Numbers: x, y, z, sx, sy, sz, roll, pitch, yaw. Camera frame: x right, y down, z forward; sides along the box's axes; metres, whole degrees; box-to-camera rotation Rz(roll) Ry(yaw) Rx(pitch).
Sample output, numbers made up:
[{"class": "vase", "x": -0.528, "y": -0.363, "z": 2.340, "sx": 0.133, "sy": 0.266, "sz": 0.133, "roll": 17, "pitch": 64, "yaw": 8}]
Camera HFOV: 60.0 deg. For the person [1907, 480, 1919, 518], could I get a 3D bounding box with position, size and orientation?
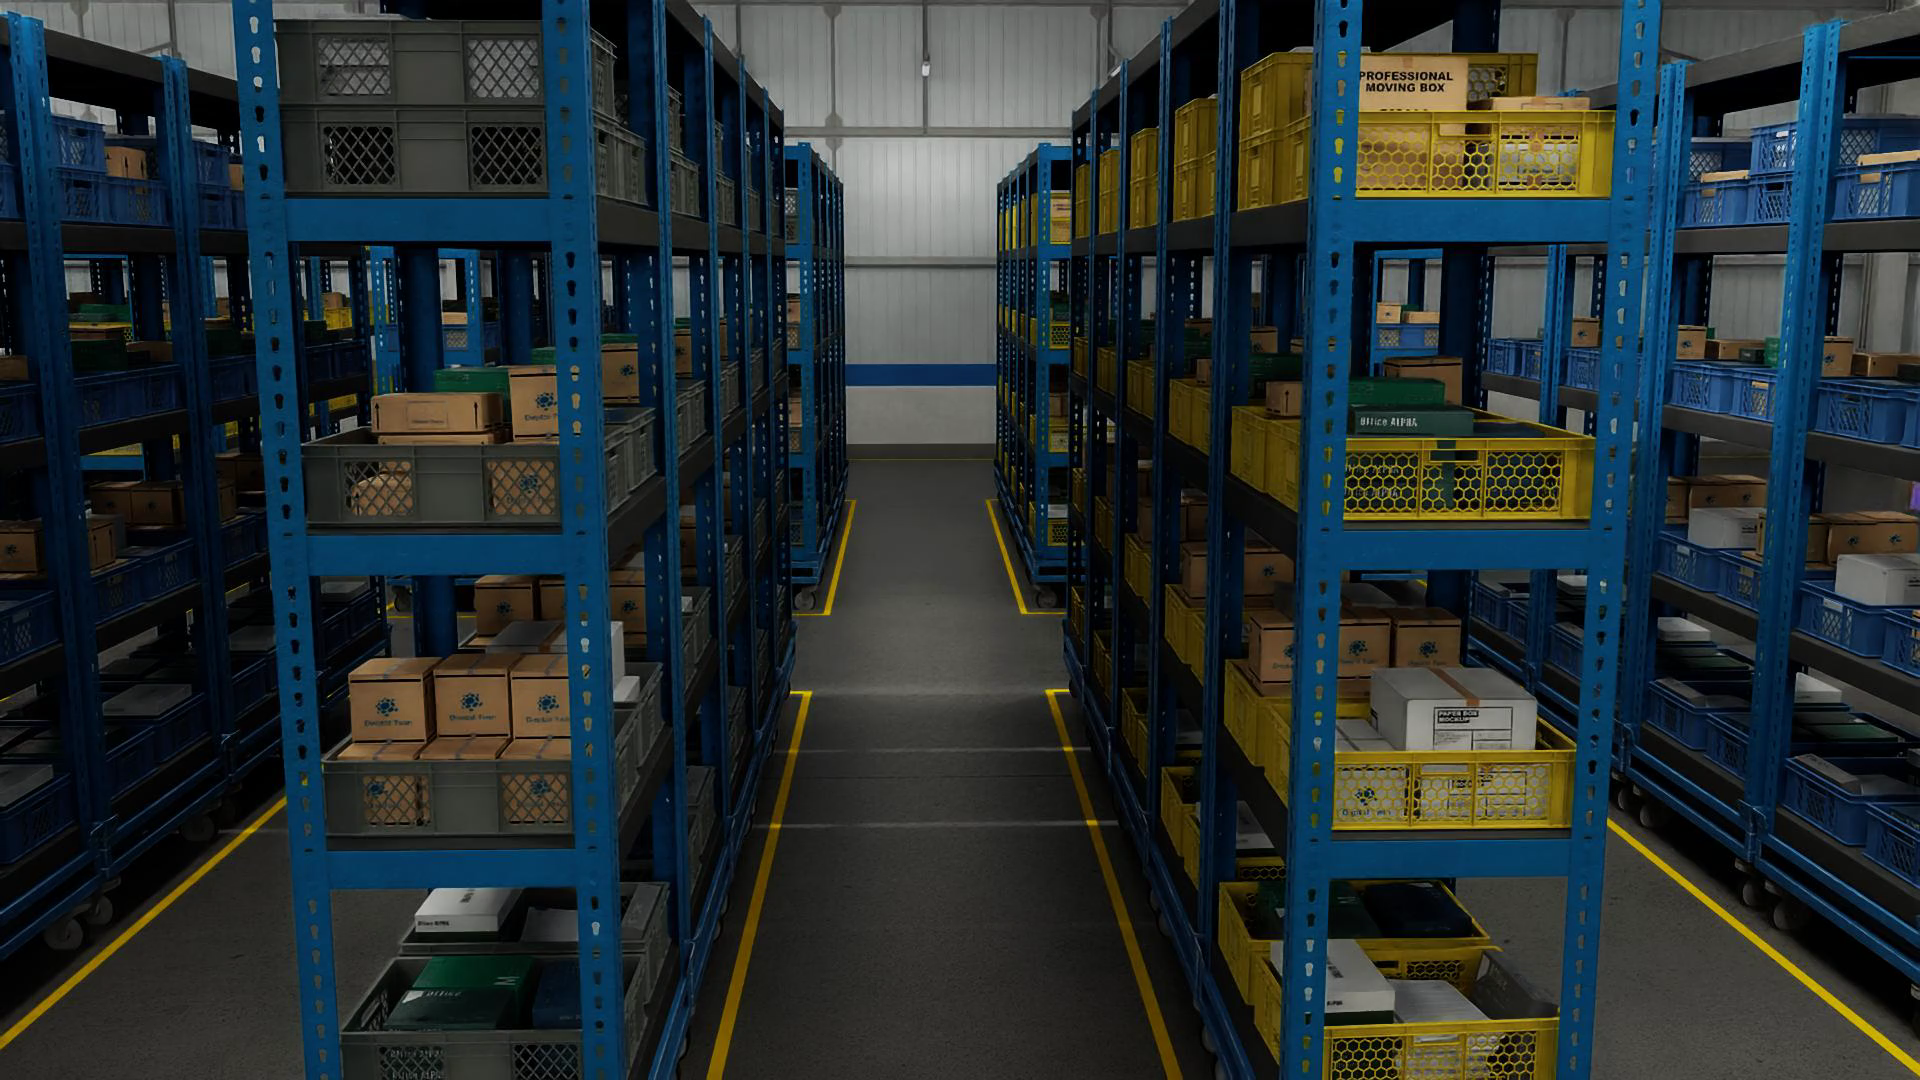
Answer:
[{"class": "person", "x": 7.165, "y": -0.181, "z": 11.943, "sx": 0.636, "sy": 1.824, "sz": 0.582, "roll": -1, "pitch": 9, "yaw": -6}]
